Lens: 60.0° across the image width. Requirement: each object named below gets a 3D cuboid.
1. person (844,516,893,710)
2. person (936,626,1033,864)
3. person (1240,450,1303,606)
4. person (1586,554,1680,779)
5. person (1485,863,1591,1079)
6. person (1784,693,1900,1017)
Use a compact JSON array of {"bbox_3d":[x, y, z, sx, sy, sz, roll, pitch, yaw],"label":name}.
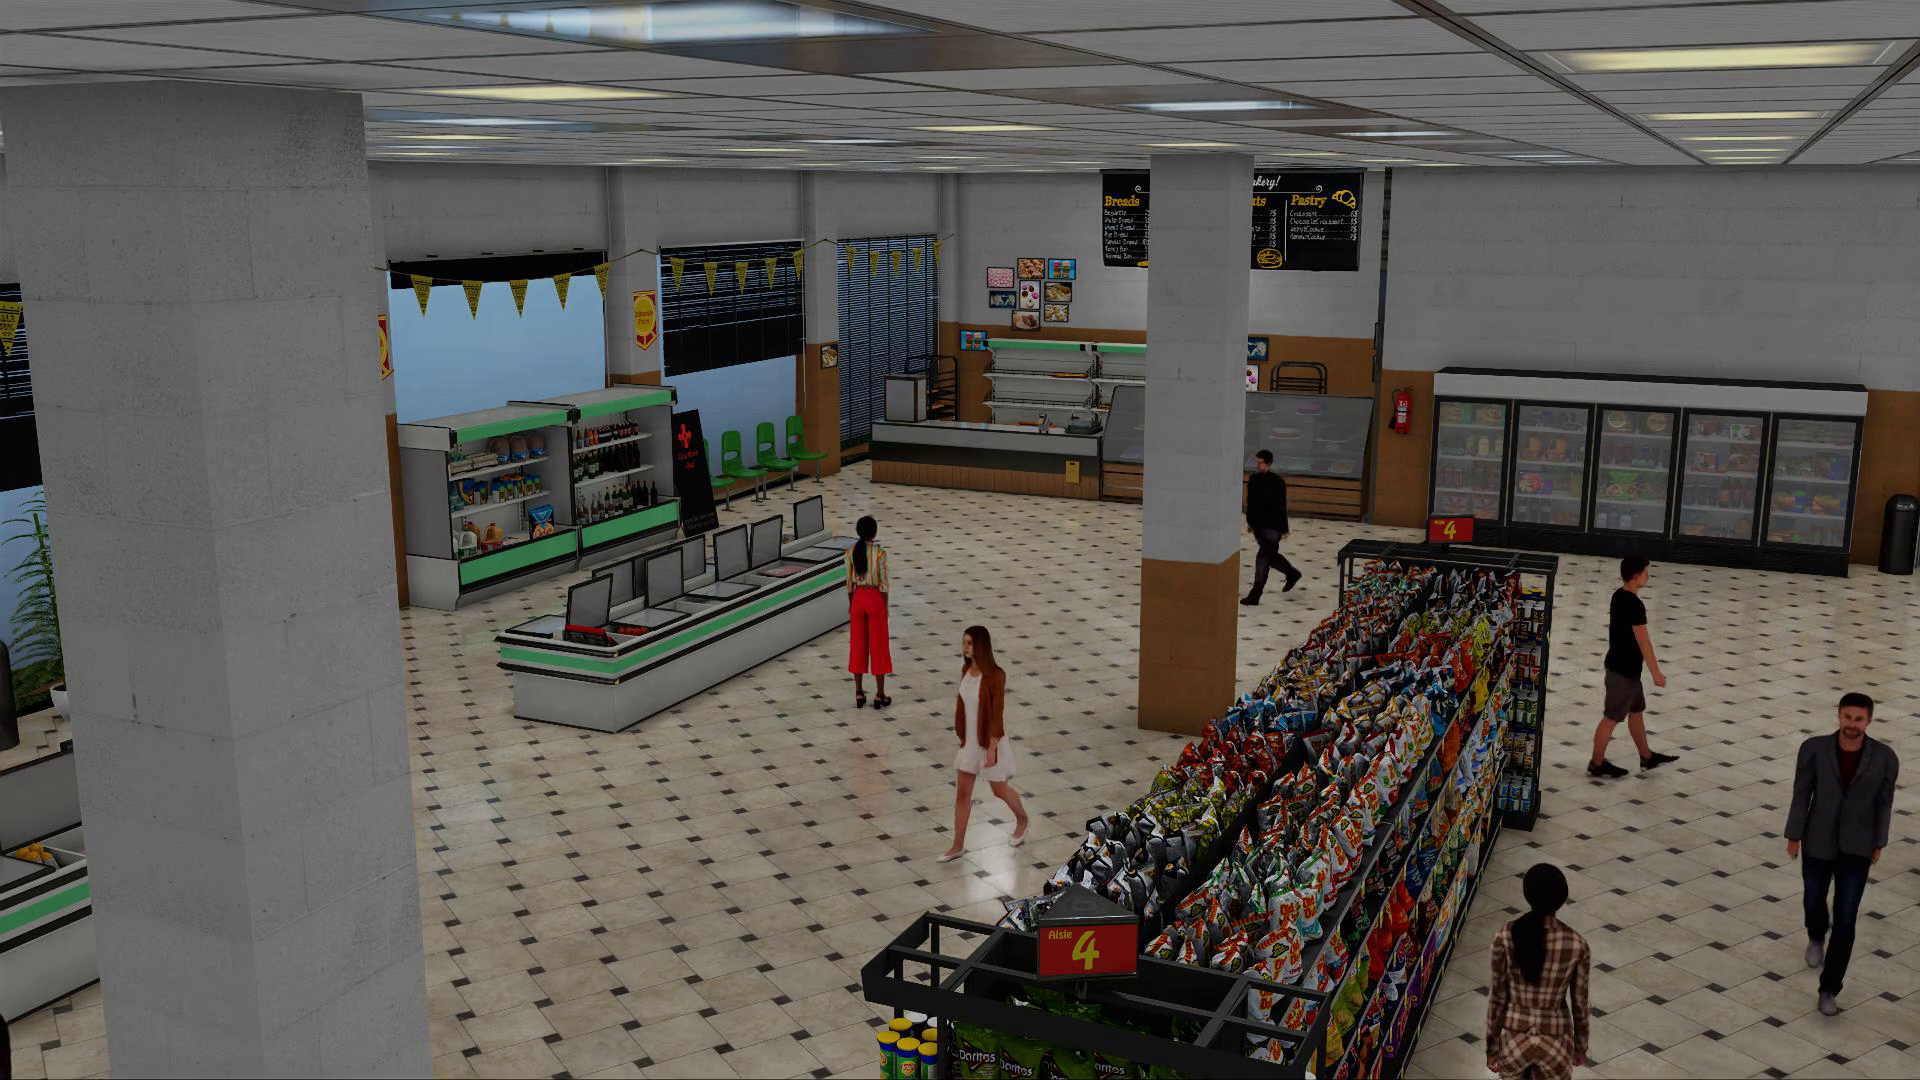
[{"bbox_3d":[-0.842,0.659,15.265,0.632,1.793,0.565,4,12,17],"label":"person"},{"bbox_3d":[0.238,1.436,11.824,0.846,1.690,1.153,11,16,42],"label":"person"},{"bbox_3d":[3.620,-0.132,19.062,1.376,1.776,1.182,-7,14,-29],"label":"person"},{"bbox_3d":[5.271,1.031,13.387,0.894,1.839,0.994,2,12,10],"label":"person"},{"bbox_3d":[2.539,2.342,7.374,0.617,1.751,1.077,5,13,23],"label":"person"},{"bbox_3d":[5.175,1.783,9.834,0.783,1.832,1.236,7,14,30],"label":"person"}]
